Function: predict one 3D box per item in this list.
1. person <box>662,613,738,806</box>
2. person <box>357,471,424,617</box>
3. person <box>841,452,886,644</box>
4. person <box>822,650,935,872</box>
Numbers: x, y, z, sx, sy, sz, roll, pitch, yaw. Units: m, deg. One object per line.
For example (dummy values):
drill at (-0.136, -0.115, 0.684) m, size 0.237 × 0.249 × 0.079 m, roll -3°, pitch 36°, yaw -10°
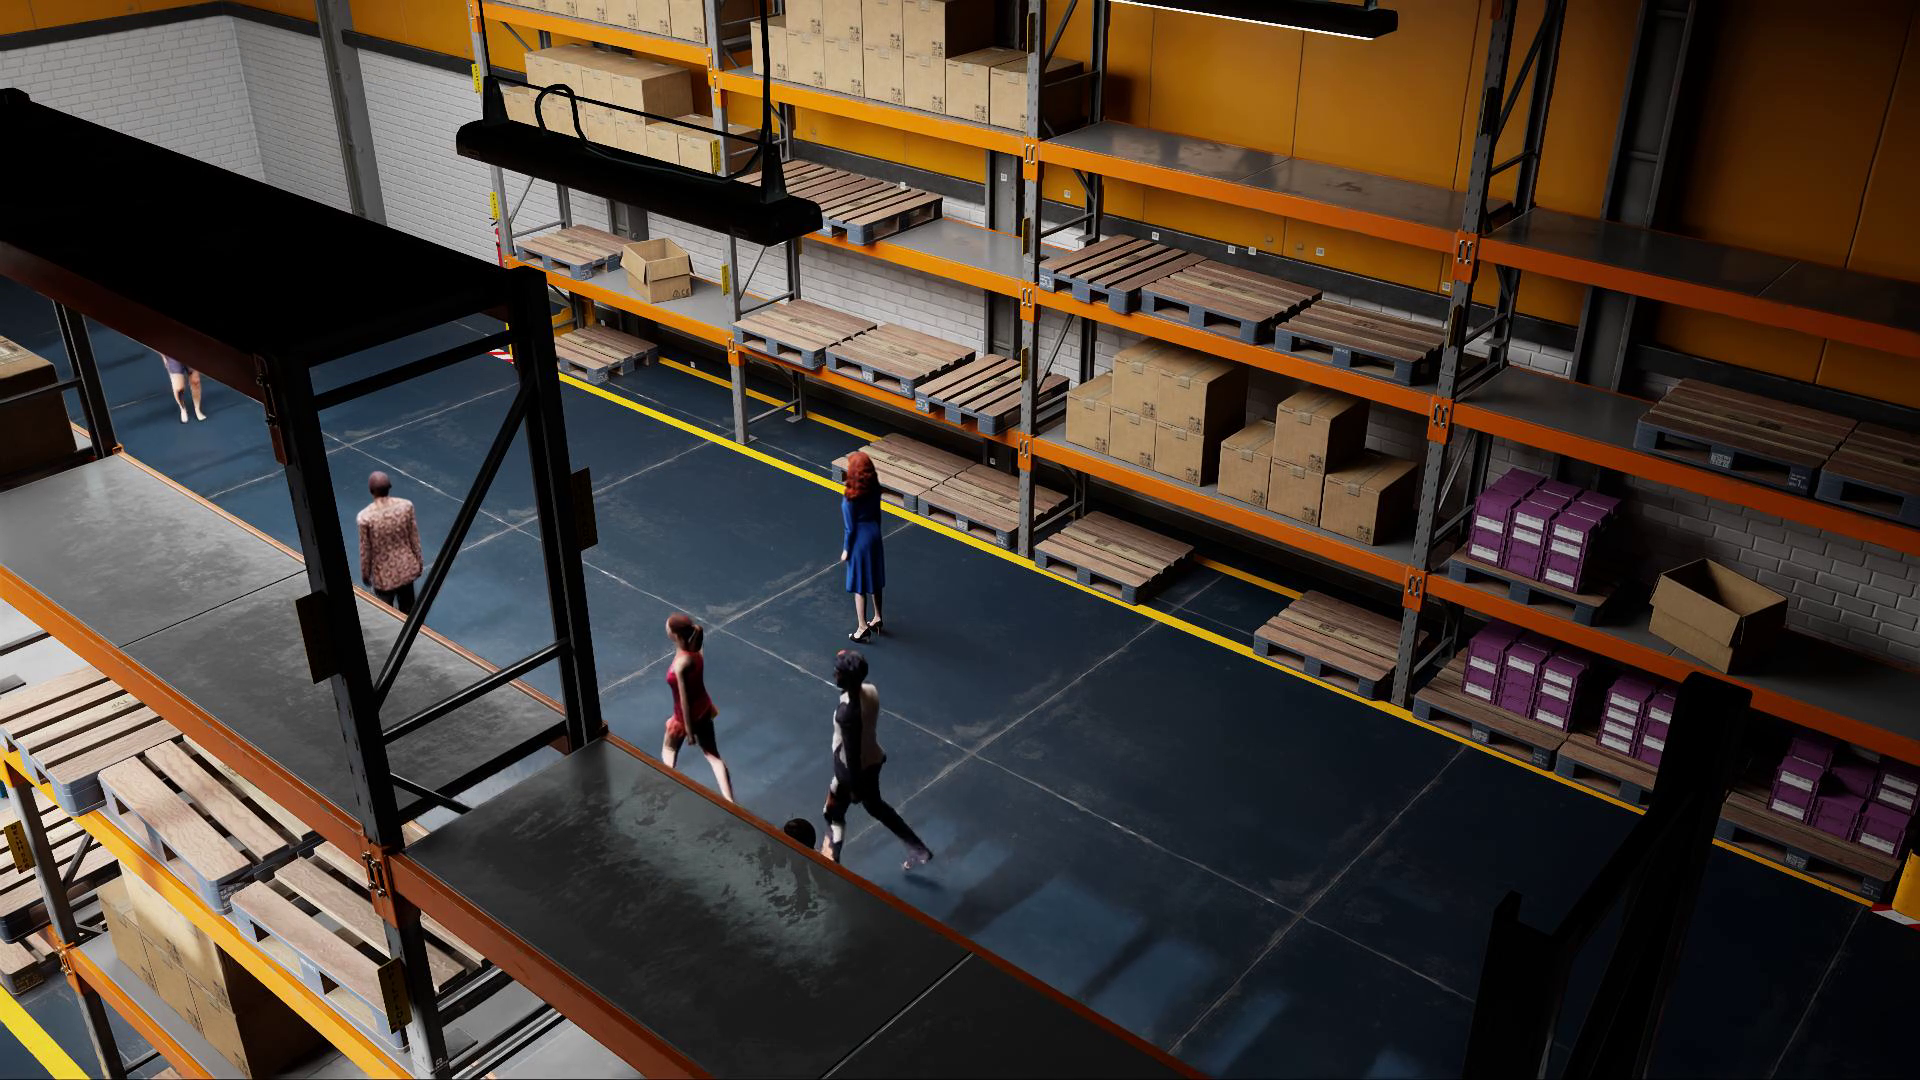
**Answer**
person at (-1.906, 1.335, 12.302) m, size 1.165 × 1.713 × 0.844 m, roll 10°, pitch 30°, yaw 17°
person at (-4.792, 0.283, 14.154) m, size 0.935 × 1.786 × 0.714 m, roll 25°, pitch 37°, yaw 37°
person at (-0.841, 0.068, 14.505) m, size 0.555 × 1.828 × 0.603 m, roll 22°, pitch 36°, yaw 35°
person at (-0.621, 1.619, 11.634) m, size 1.307 × 1.853 × 1.040 m, roll 8°, pitch 30°, yaw 14°
